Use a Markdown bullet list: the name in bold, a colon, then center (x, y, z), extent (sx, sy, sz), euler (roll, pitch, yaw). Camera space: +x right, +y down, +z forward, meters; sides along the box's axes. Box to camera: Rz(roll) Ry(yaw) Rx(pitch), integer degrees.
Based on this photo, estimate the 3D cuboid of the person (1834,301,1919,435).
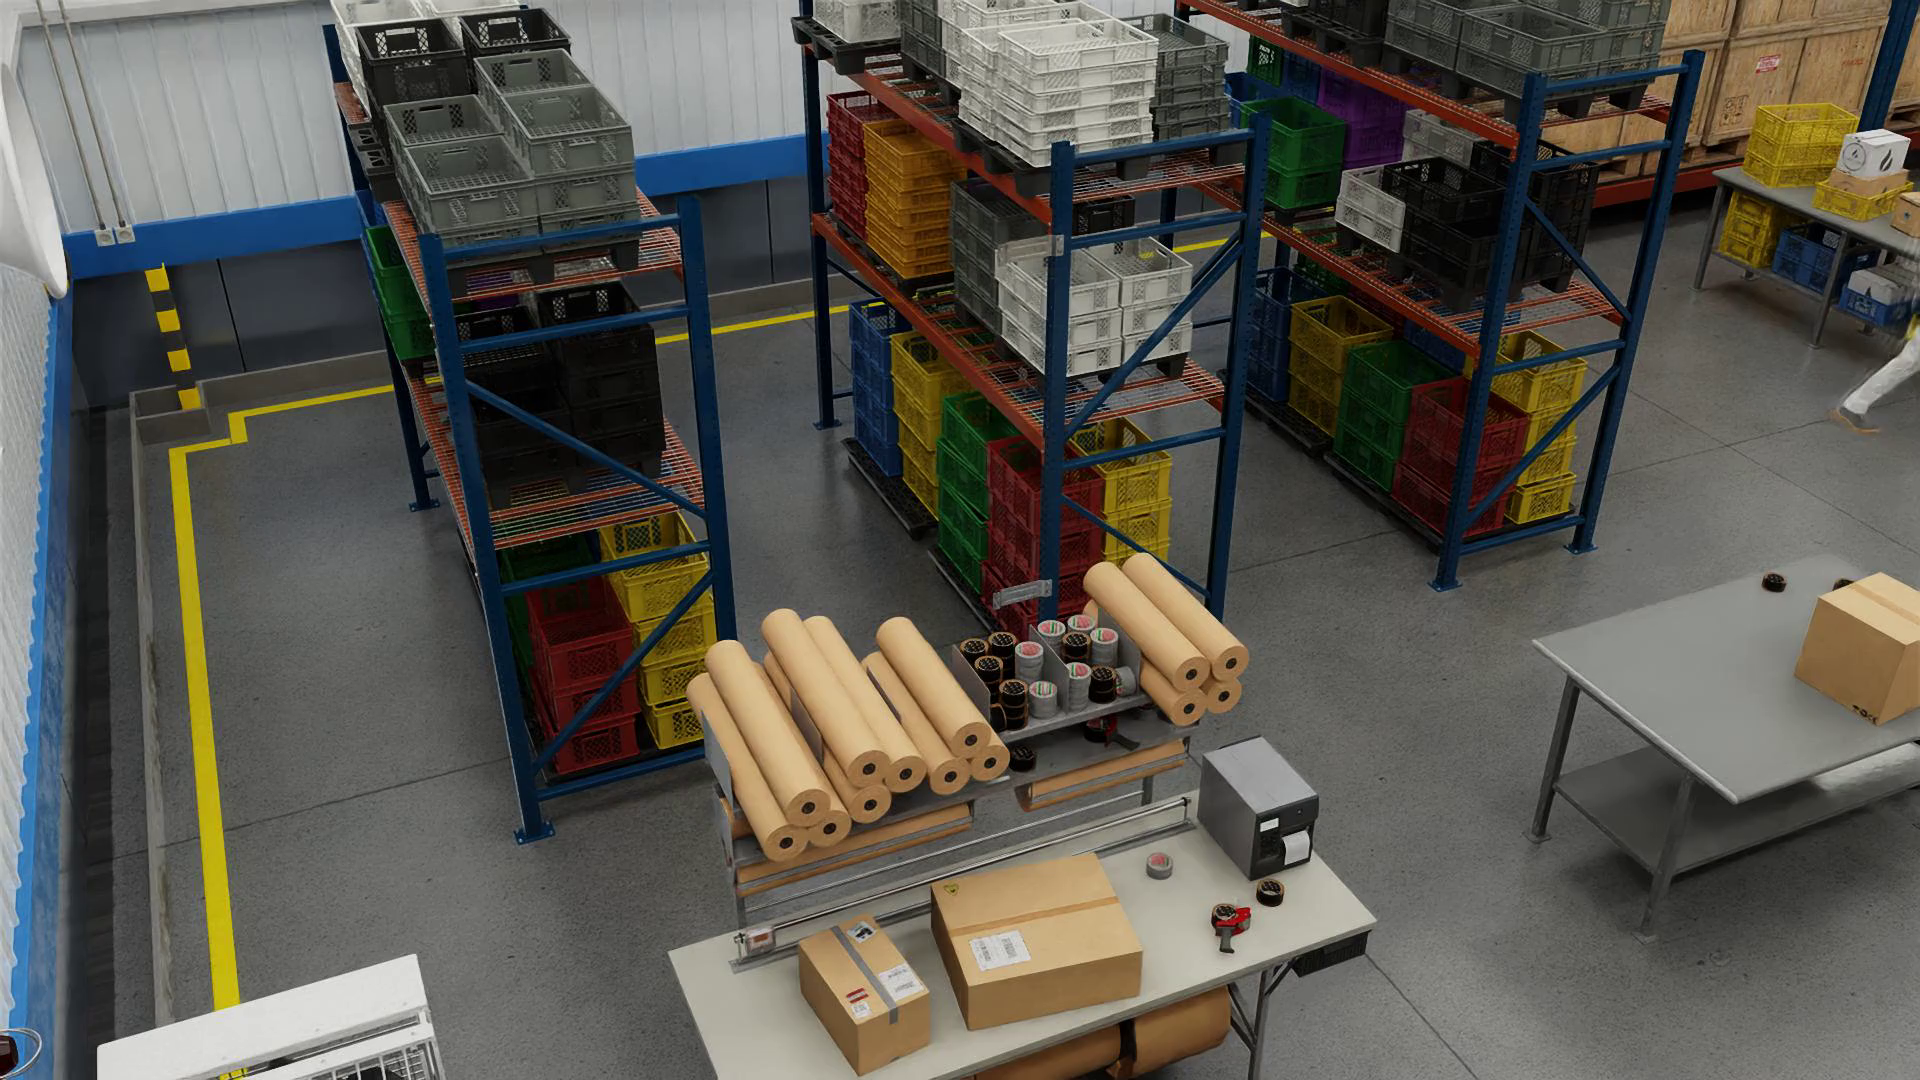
- **person**: center (6.487, -1.493, 10.913), extent (0.996, 1.826, 0.623), euler (14, 34, 21)
